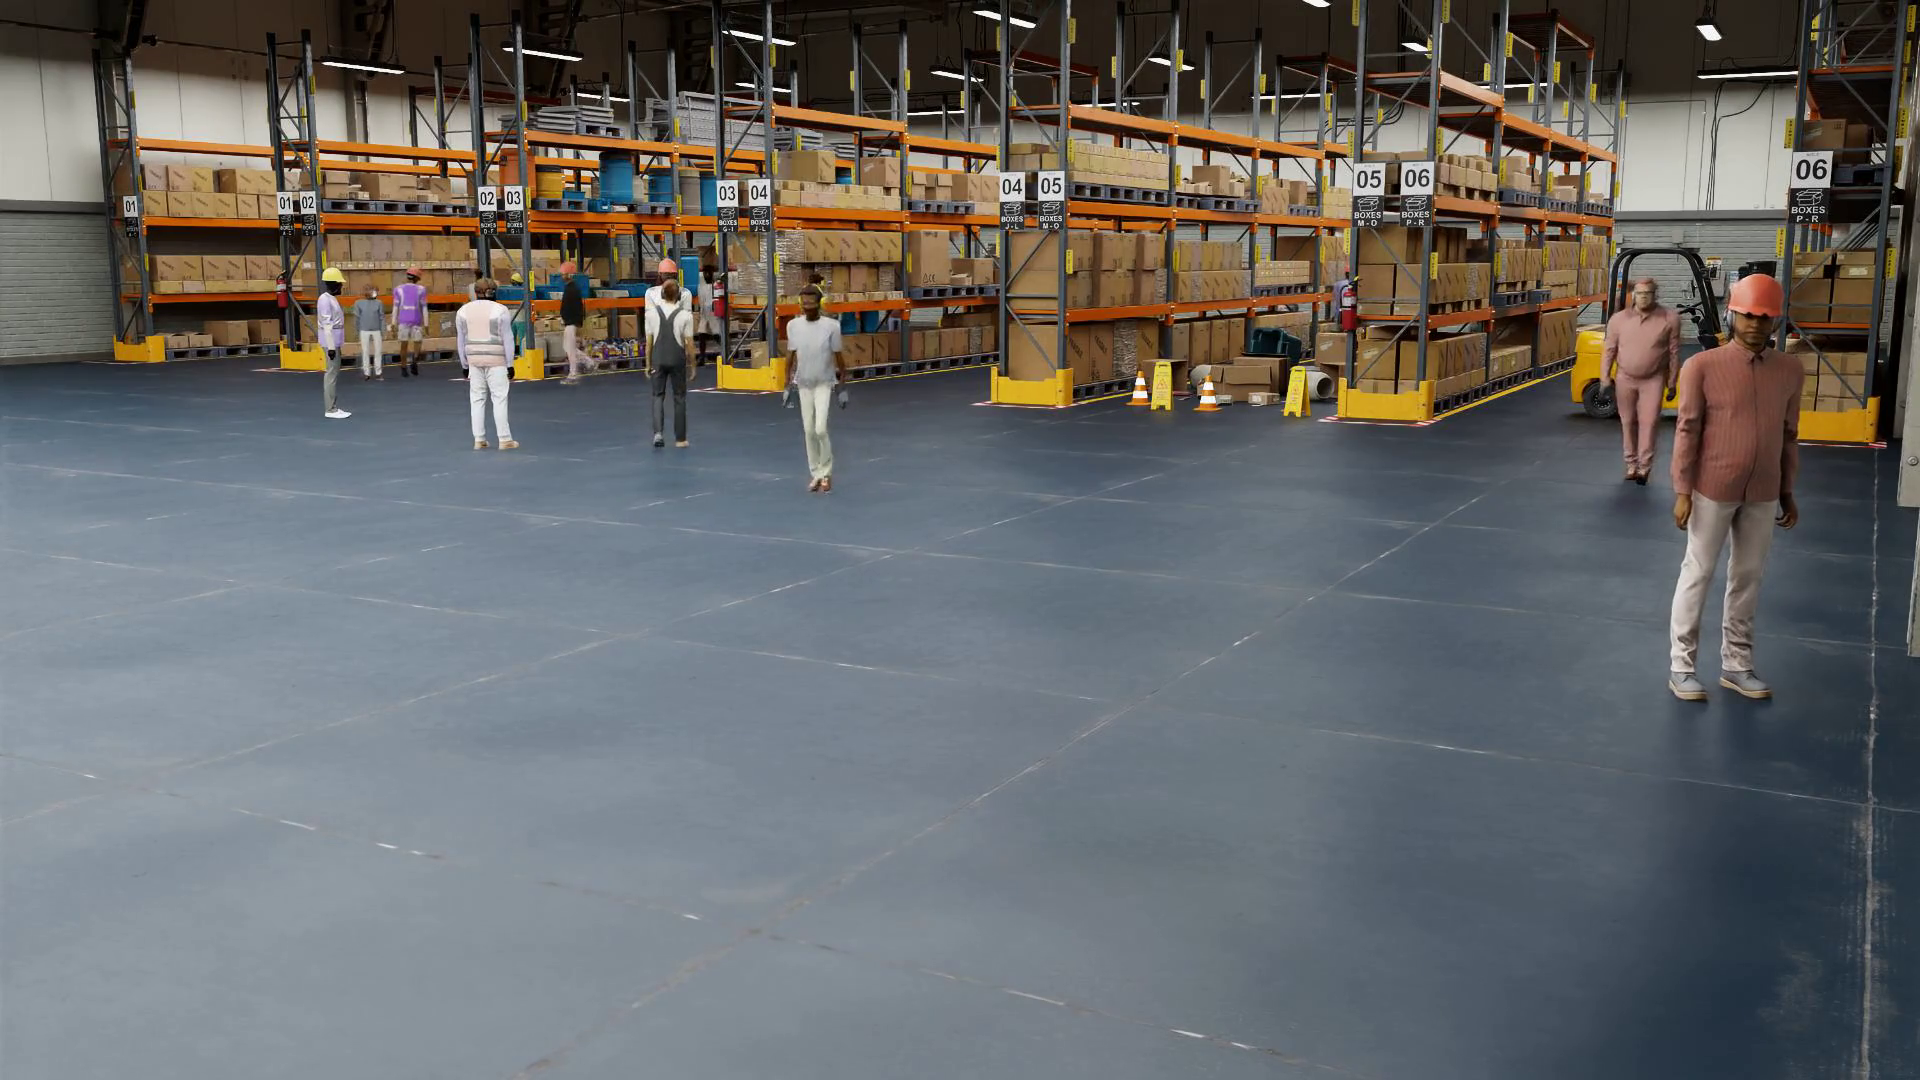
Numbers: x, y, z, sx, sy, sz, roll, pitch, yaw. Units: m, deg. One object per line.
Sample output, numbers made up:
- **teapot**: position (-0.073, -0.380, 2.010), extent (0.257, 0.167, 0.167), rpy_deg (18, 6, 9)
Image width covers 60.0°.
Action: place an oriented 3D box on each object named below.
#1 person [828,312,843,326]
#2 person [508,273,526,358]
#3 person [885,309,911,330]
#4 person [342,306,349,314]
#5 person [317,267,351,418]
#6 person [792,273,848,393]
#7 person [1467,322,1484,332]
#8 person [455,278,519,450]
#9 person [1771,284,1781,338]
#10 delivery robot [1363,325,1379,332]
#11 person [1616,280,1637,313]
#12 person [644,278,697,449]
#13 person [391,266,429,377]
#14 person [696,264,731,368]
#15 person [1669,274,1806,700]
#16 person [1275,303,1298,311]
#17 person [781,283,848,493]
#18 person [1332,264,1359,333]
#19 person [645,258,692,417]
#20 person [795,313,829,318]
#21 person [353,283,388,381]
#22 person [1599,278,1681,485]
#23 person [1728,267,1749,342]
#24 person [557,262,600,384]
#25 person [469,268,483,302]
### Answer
- **person**: position (-2.496, -4.226, 31.657), extent (0.596, 1.807, 0.813), rpy_deg (5, 11, 25)
- **person**: position (-7.980, -3.931, 30.058), extent (0.533, 1.767, 0.326), rpy_deg (4, 11, 23)
- **person**: position (-1.217, -4.314, 32.303), extent (0.534, 1.767, 0.313), rpy_deg (3, 10, 19)
- **person**: position (-12.718, -4.528, 33.959), extent (0.557, 1.614, 0.523), rpy_deg (-9, 13, -41)
- **person**: position (-8.029, -2.525, 21.357), extent (0.383, 1.924, 0.594), rpy_deg (-2, 10, -13)
- **person**: position (-2.178, -3.119, 25.217), extent (0.959, 1.826, 0.550), rpy_deg (-6, 11, -32)
- **person**: position (10.443, -4.546, 33.320), extent (0.550, 1.892, 0.786), rpy_deg (-2, 10, -12)
- **person**: position (-5.063, -1.883, 17.862), extent (0.622, 1.840, 0.430), rpy_deg (2, 10, 12)
- **person**: position (14.197, -3.872, 29.306), extent (0.409, 1.908, 0.639), rpy_deg (-9, 13, -41)
- **delivery robot**: position (9.372, -4.630, 37.415), extent (0.707, 0.478, 0.477), rpy_deg (-2, 10, -11)
- **person**: position (13.354, -4.386, 33.185), extent (0.523, 1.611, 0.800), rpy_deg (5, 11, 28)
- **person**: position (-3.097, -1.879, 17.839), extent (0.565, 1.835, 0.434), rpy_deg (0, 10, 2)
- **person**: position (-9.474, -3.746, 28.604), extent (0.662, 1.891, 0.472), rpy_deg (-2, 10, -14)
- **person**: position (-4.648, -4.186, 31.044), extent (0.619, 1.942, 0.845), rpy_deg (6, 11, 30)
- **person**: position (3.628, -0.236, 7.760), extent (0.616, 1.990, 0.393), rpy_deg (-1, 10, -6)
- **person**: position (7.133, -4.934, 36.426), extent (0.507, 1.596, 0.874), rpy_deg (6, 11, 31)
- **person**: position (-1.285, -1.316, 14.560), extent (0.510, 1.838, 0.578), rpy_deg (3, 10, 16)
- **person**: position (7.640, -4.464, 32.720), extent (0.581, 1.918, 0.539), rpy_deg (4, 11, 25)
- **person**: position (-3.743, -2.592, 21.397), extent (0.608, 2.048, 0.365), rpy_deg (-1, 10, -8)
- **person**: position (-2.634, -3.918, 29.525), extent (0.624, 1.931, 0.378), rpy_deg (1, 10, 6)
- **person**: position (-9.828, -3.456, 27.709), extent (0.556, 1.624, 0.330), rpy_deg (-7, 12, -37)
- **person**: position (6.162, -1.433, 15.138), extent (0.665, 1.856, 0.971), rpy_deg (5, 11, 28)
- **person**: position (15.255, -4.394, 32.476), extent (0.996, 1.862, 0.613), rpy_deg (-8, 13, -40)
- **person**: position (-6.214, -3.513, 26.962), extent (0.577, 1.982, 0.620), rpy_deg (-4, 10, -21)
- **person**: position (-9.061, -4.224, 31.495), extent (0.562, 1.856, 0.428), rpy_deg (4, 11, 23)
